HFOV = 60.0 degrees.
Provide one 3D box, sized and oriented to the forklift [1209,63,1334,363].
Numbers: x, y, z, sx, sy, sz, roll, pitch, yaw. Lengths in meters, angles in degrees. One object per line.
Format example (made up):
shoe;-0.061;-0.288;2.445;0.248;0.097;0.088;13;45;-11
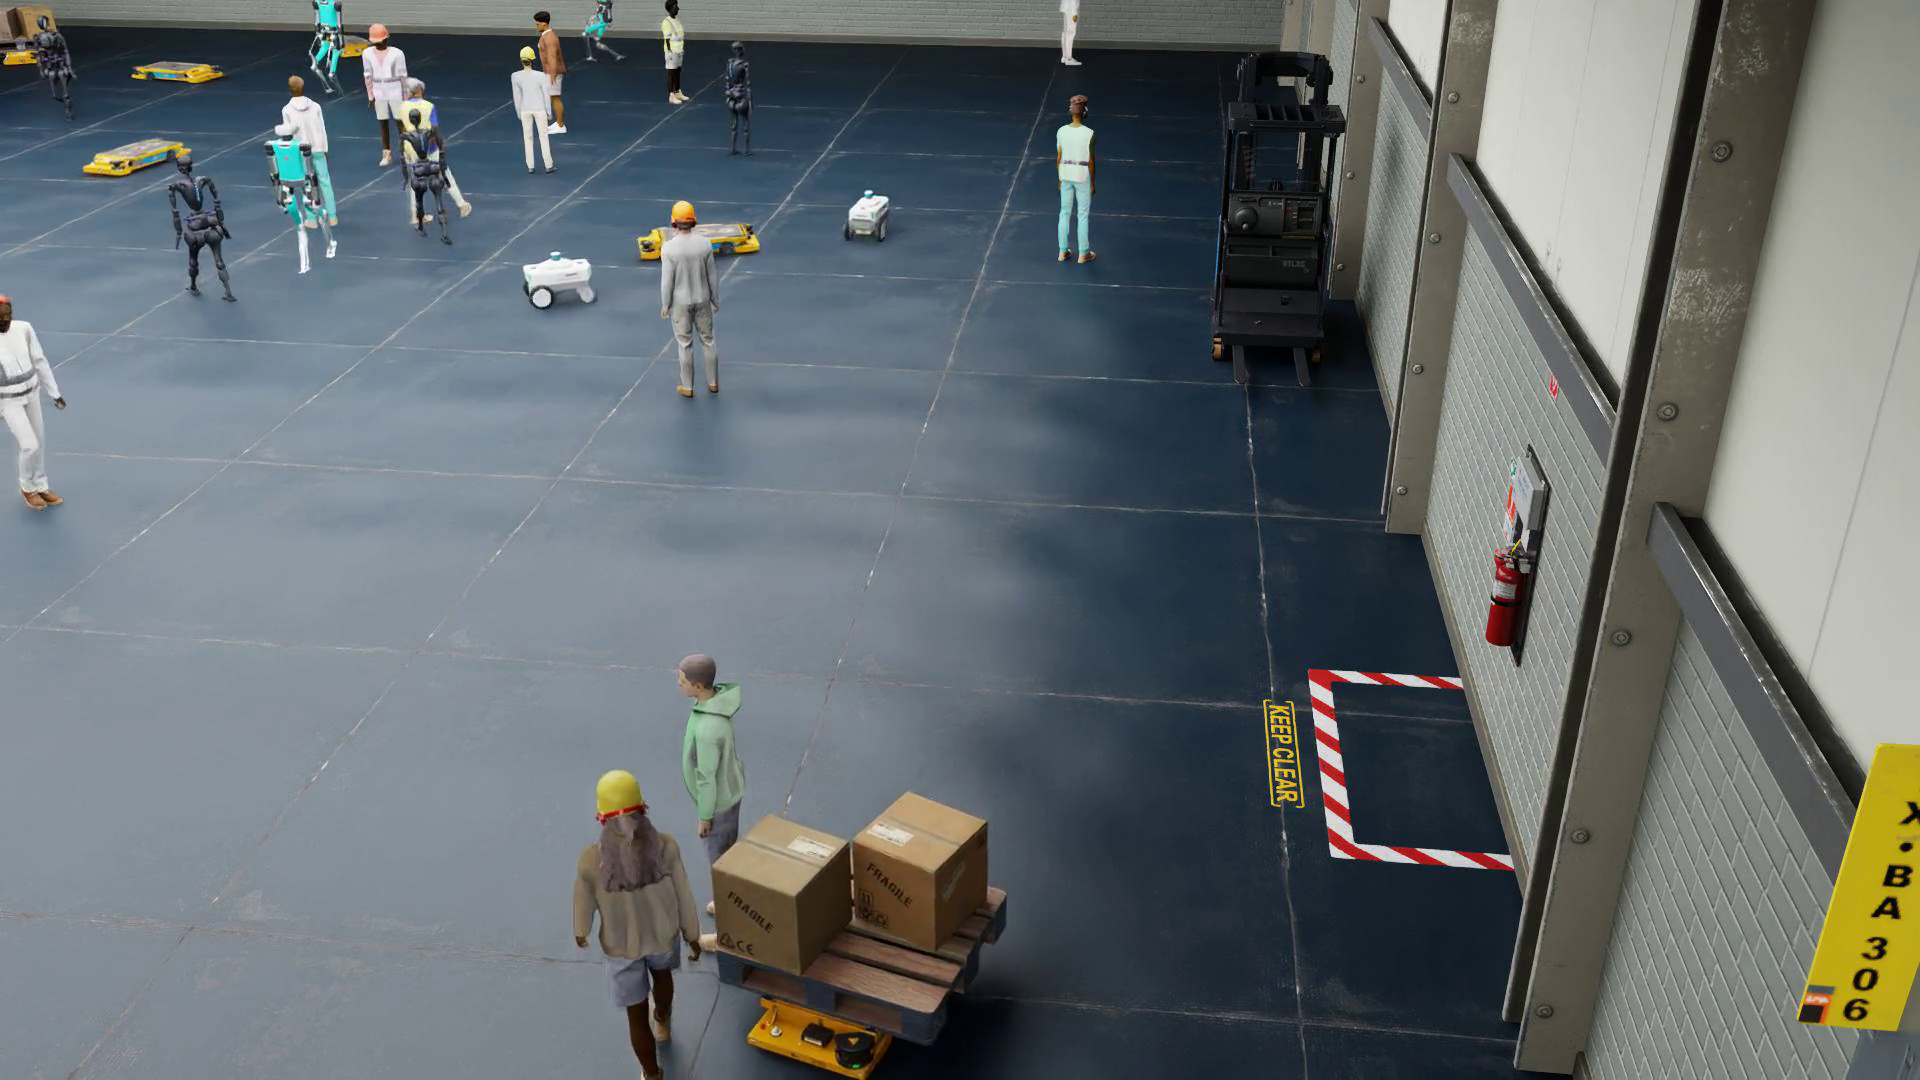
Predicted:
forklift;3.241;-3.477;17.183;1.129;2.768;1.873;3;27;6

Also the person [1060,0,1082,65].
person;2.052;-9.814;30.938;0.398;1.878;0.506;-5;27;-10

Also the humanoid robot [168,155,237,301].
humanoid robot;-8.510;-3.503;18.601;0.768;1.621;0.610;21;33;35

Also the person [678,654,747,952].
person;-1.278;1.369;8.778;0.316;1.732;0.477;-1;27;-2

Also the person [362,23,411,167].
person;-8.237;-6.406;23.948;0.605;2.045;0.387;-1;27;-2

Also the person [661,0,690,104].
person;-4.789;-8.212;27.935;0.319;1.697;0.532;8;28;16

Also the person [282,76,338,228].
person;-8.271;-4.927;21.138;0.492;1.917;0.378;-16;31;-29

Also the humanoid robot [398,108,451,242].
humanoid robot;-6.651;-4.541;20.684;0.589;1.621;0.789;-17;31;-30

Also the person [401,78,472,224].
person;-6.831;-5.041;21.456;0.593;1.843;0.741;7;27;14

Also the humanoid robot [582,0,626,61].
humanoid robot;-6.797;-9.704;30.925;1.030;1.763;0.540;-15;30;-28

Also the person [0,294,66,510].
person;-7.677;-1.130;13.617;0.462;1.857;0.571;10;28;19

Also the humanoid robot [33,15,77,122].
humanoid robot;-14.489;-7.608;26.764;0.598;1.646;0.483;0;27;0

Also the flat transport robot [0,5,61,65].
flat transport robot;-17.758;-9.270;31.645;0.659;0.231;1.431;-10;28;-20

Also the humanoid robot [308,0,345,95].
humanoid robot;-10.792;-8.364;28.249;0.549;1.842;0.760;7;27;14

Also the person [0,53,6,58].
person;-18.575;-10.074;31.423;0.648;1.906;0.404;1;27;3

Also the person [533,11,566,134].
person;-6.363;-7.309;25.973;0.410;1.843;0.795;-10;28;-18

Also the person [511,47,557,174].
person;-6.061;-6.100;23.644;0.521;1.768;0.308;0;27;0

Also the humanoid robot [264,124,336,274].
humanoid robot;-7.746;-4.115;19.746;0.538;1.773;0.967;0;27;1

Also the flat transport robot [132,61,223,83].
flat transport robot;-14.104;-8.420;29.948;1.431;0.231;0.659;8;28;16

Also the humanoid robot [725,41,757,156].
humanoid robot;-3.292;-6.518;24.602;0.373;1.655;0.608;-23;35;-38

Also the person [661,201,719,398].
person;-2.584;-2.297;15.912;0.565;1.895;0.378;-12;29;-22

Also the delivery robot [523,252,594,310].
delivery robot;-4.533;-2.913;18.656;0.803;0.614;0.499;-10;28;-20

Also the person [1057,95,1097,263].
person;1.382;-4.282;19.783;0.486;1.978;0.401;12;29;23

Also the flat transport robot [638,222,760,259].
flat transport robot;-3.227;-3.688;20.501;1.431;0.231;0.659;-6;27;-12

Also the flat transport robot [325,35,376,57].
flat transport robot;-11.866;-9.576;32.255;0.659;0.231;1.431;-19;32;-33

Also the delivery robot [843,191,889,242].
delivery robot;-1.151;-4.084;20.984;0.499;0.605;0.799;6;27;12

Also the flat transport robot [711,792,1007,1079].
flat transport robot;-0.477;2.212;8.722;0.659;0.231;1.431;11;29;21

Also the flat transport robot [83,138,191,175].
flat transport robot;-12.032;-5.608;24.333;0.659;0.231;1.431;9;28;17

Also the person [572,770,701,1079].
person;-1.548;1.801;7.889;0.552;1.737;0.749;-10;28;-18
